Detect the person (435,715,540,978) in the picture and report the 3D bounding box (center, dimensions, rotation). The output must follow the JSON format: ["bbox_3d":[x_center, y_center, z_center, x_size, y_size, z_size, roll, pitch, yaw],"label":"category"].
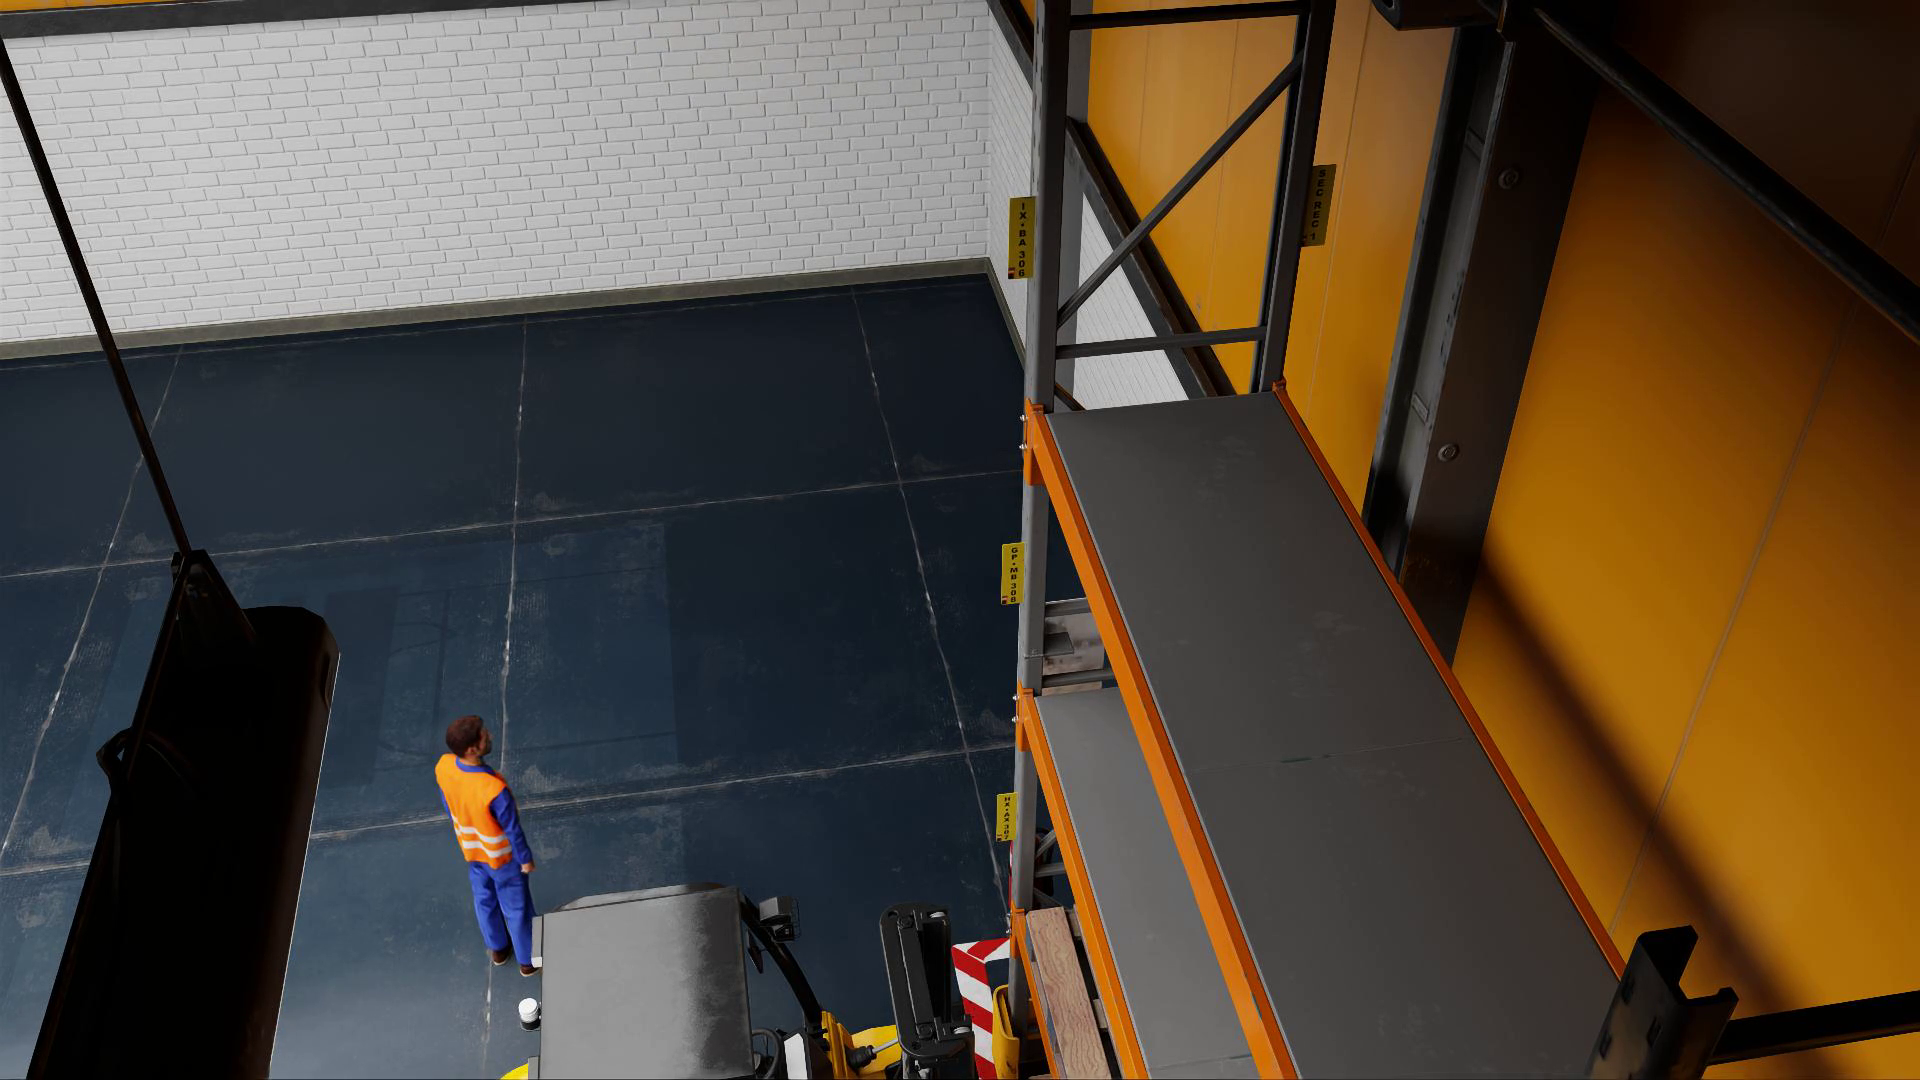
[{"bbox_3d":[-2.543,1.673,9.051,0.784,1.862,0.835,21,43,25],"label":"person"}]
